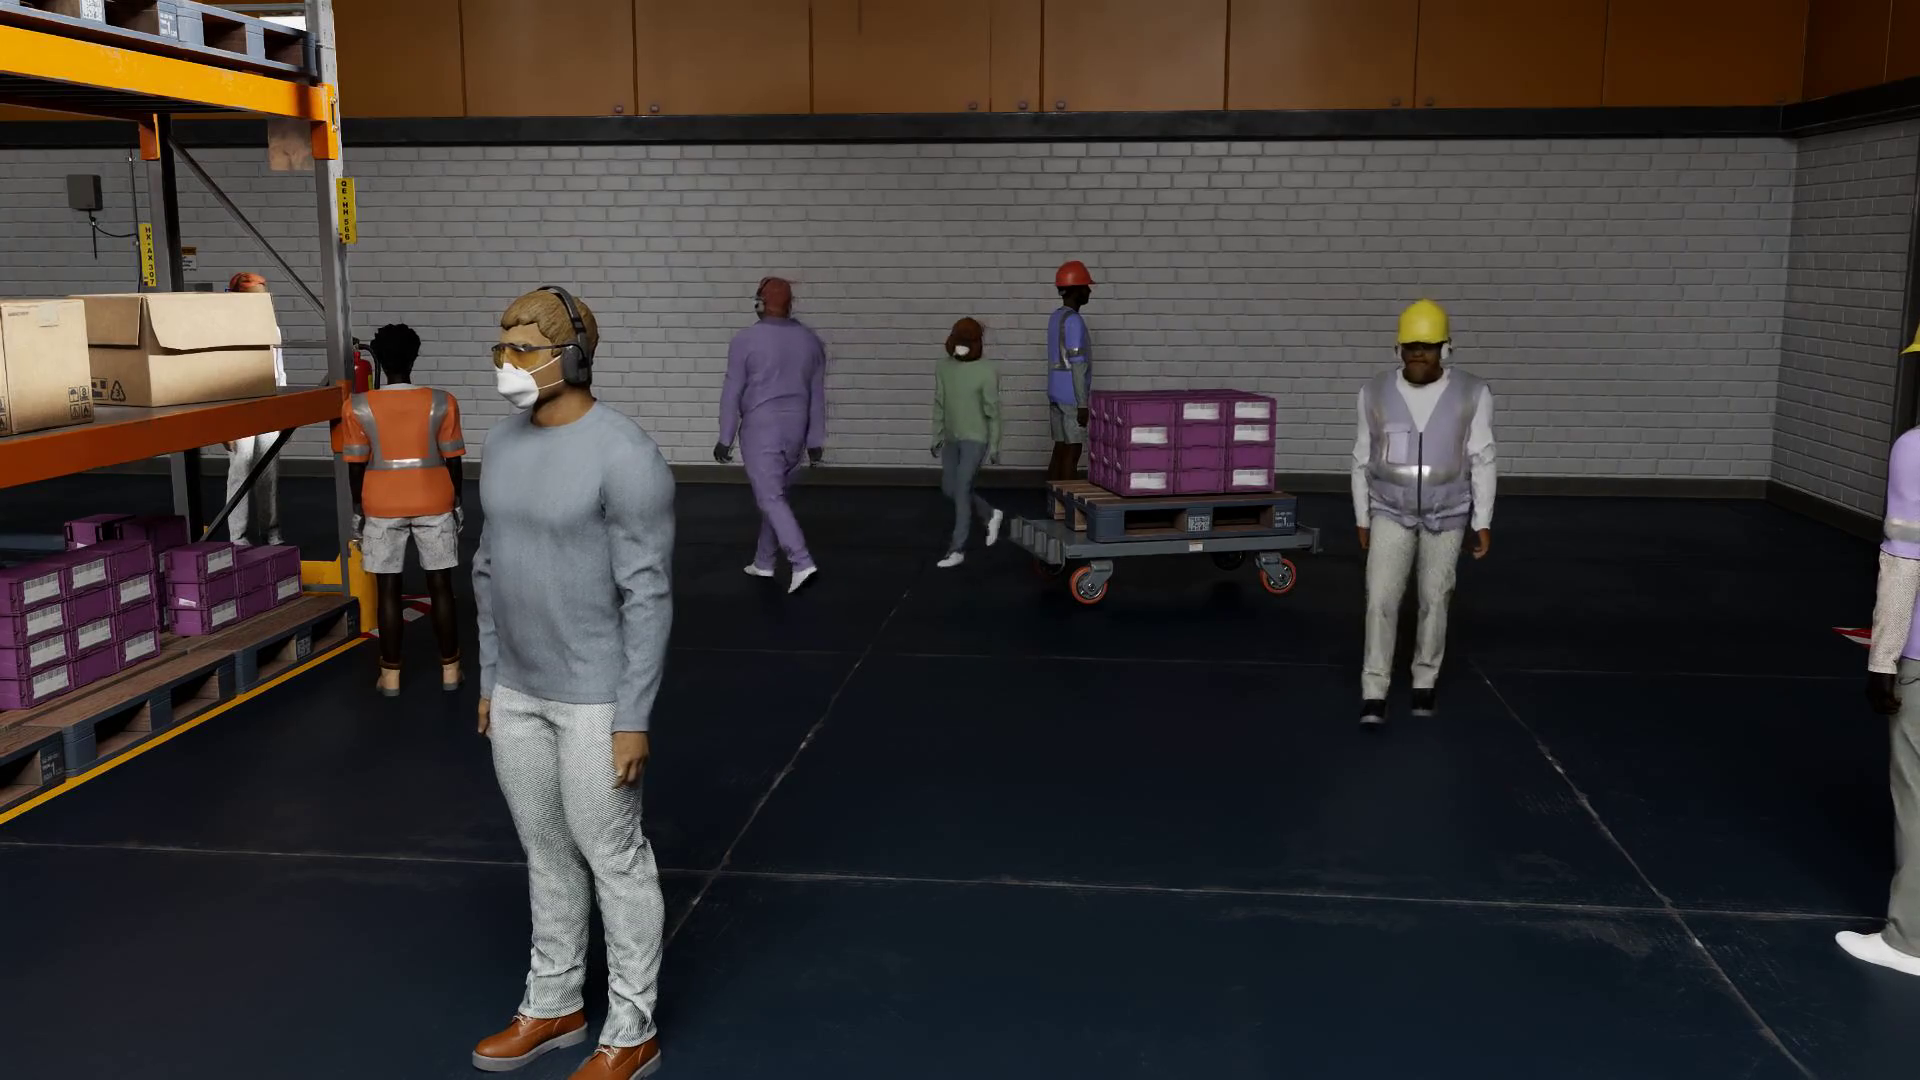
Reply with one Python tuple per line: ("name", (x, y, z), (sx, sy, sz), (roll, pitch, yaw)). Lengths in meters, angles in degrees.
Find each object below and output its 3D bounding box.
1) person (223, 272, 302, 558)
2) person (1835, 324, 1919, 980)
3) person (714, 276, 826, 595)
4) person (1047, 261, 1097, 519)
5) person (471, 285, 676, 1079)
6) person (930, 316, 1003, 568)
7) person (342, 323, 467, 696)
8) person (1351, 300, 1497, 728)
("person", (-4.533, -0.766, 10.667), (0.350, 1.879, 0.578), (4, 11, 21))
("person", (2.764, 0.267, 4.648), (0.592, 1.919, 0.398), (-3, 10, -17))
("person", (-1.082, -0.626, 9.898), (0.640, 1.874, 0.946), (-9, 13, -41))
("person", (0.813, -1.035, 12.021), (0.353, 1.942, 0.545), (-3, 10, -16))
("person", (-0.940, 0.371, 3.980), (0.631, 1.940, 0.372), (7, 12, 36))
("person", (0.078, -0.645, 10.729), (0.516, 1.605, 0.608), (9, 13, 41))
("person", (-2.510, -0.124, 7.567), (0.532, 1.677, 0.319), (-4, 11, -21))
("person", (1.936, -0.089, 6.999), (0.601, 1.805, 0.796), (3, 10, 16))
